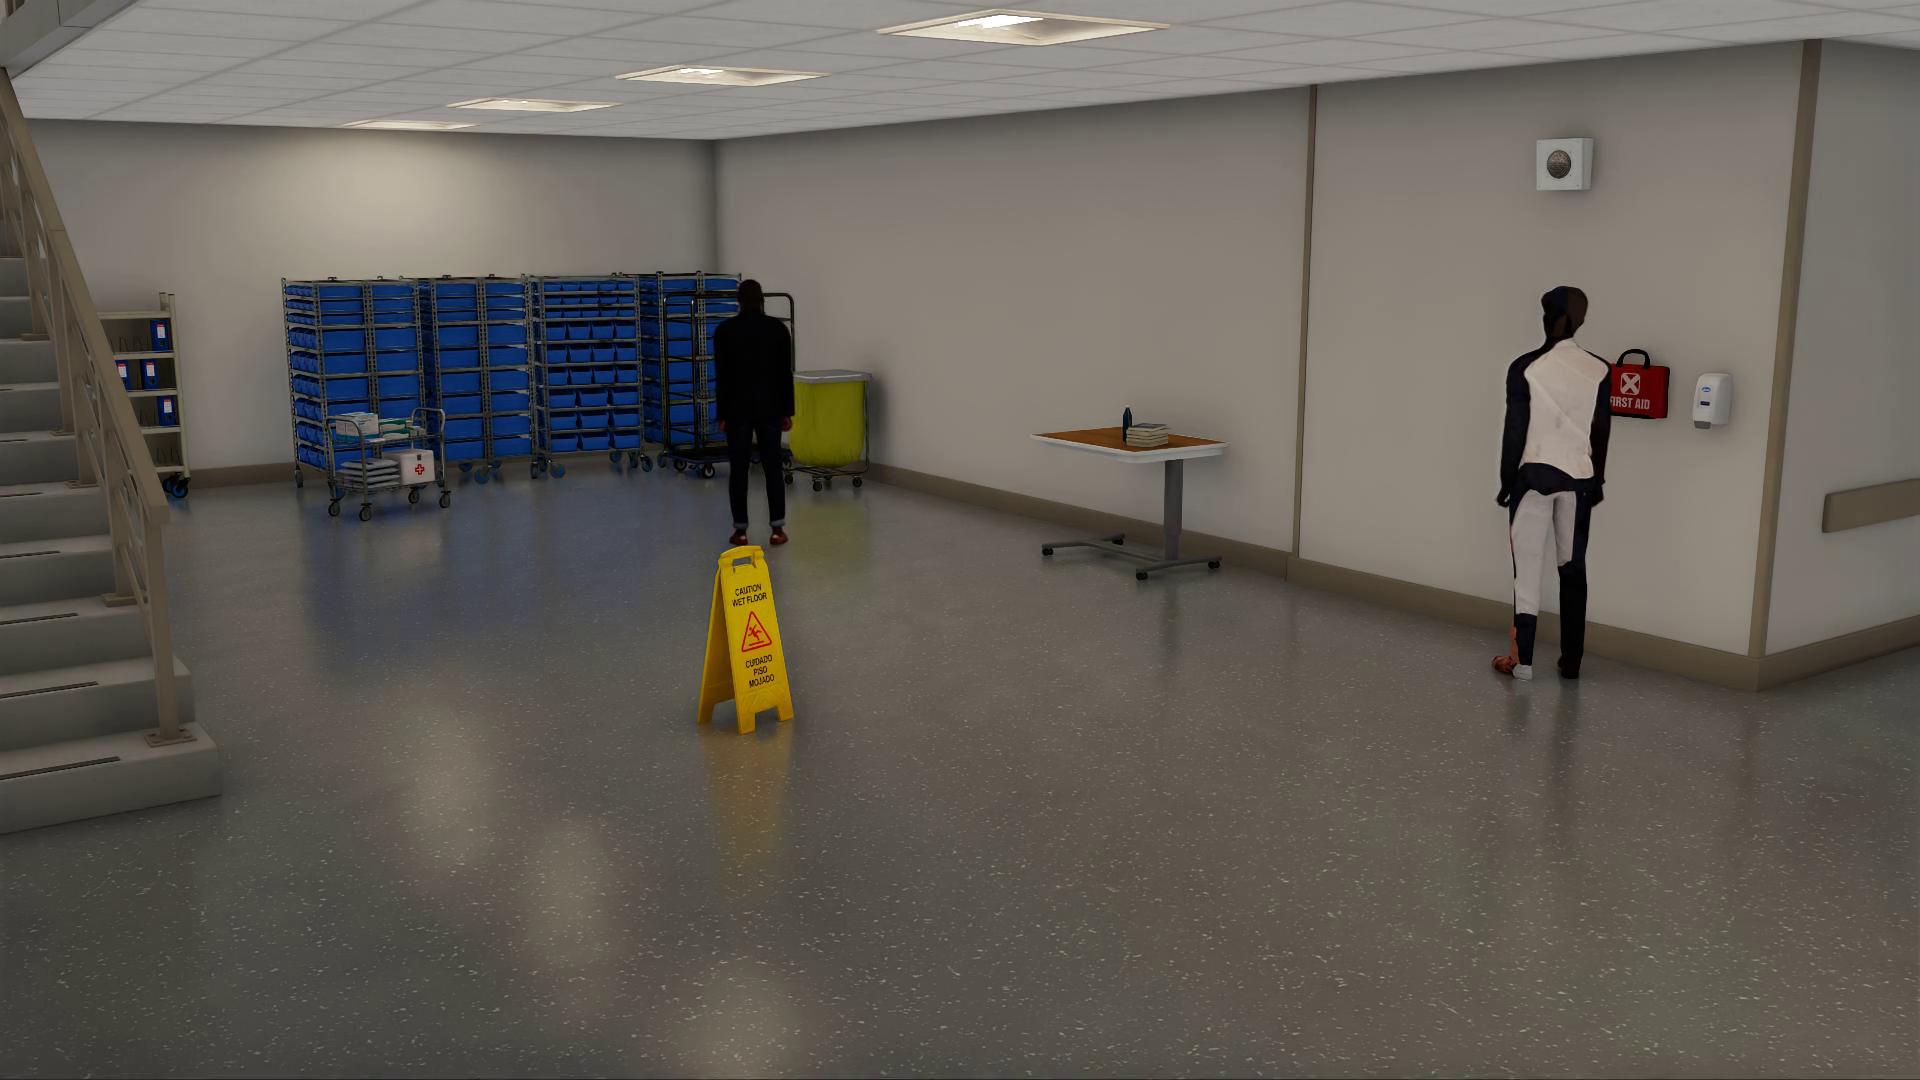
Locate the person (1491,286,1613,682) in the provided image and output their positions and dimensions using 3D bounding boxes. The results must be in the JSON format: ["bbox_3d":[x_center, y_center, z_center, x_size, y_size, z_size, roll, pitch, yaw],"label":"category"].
[{"bbox_3d":[2.858,-0.271,8.024,0.770,1.893,0.786,0,11,-1],"label":"person"}]

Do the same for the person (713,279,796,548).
[{"bbox_3d":[-1.409,-0.862,11.340,0.781,1.818,0.753,-2,11,-10],"label":"person"}]
